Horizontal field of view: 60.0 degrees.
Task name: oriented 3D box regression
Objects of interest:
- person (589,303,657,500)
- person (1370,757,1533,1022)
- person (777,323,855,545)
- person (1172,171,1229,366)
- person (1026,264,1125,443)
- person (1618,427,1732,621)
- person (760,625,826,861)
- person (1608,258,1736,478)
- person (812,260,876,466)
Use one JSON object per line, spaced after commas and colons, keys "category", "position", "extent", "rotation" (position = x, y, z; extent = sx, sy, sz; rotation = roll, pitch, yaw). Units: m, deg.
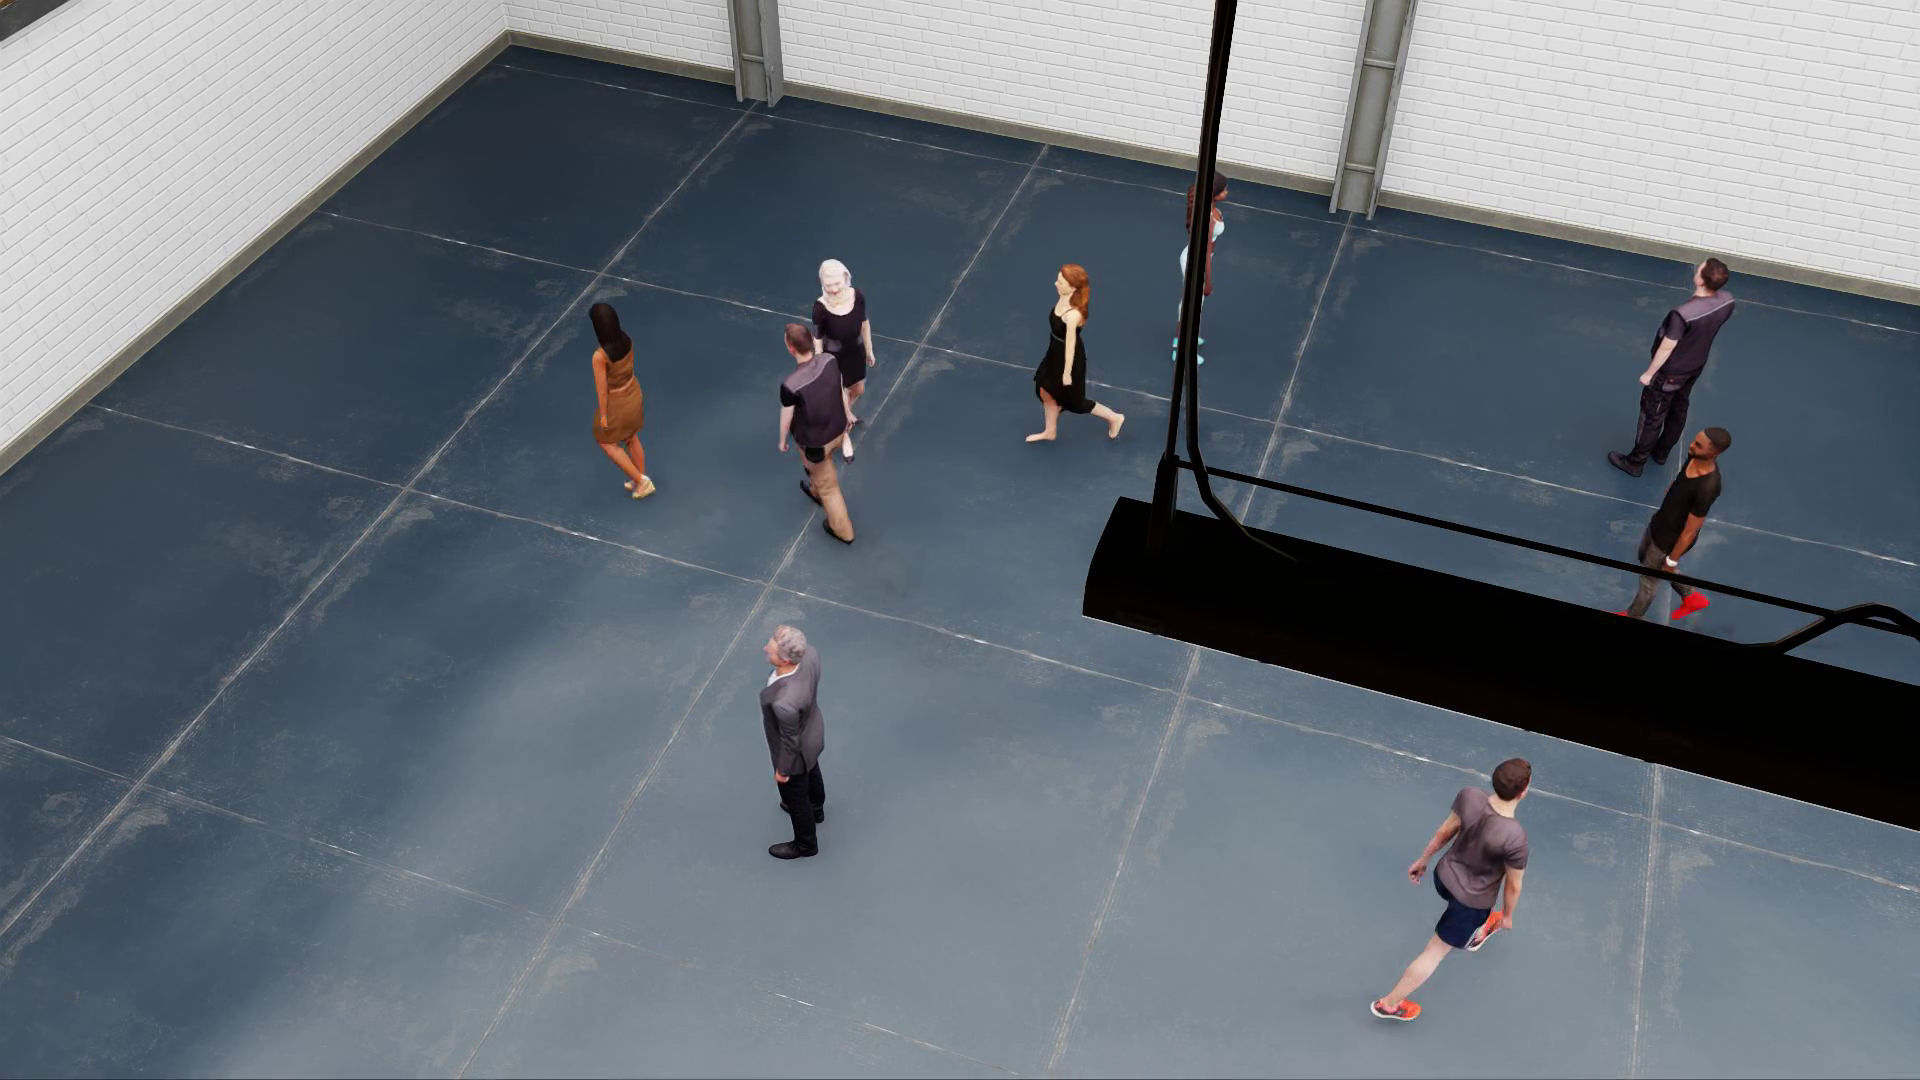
{"category": "person", "position": [-2.354, -0.939, 11.874], "extent": [0.644, 1.674, 0.598], "rotation": [15, 46, 15]}
{"category": "person", "position": [2.608, 1.890, 8.824], "extent": [1.305, 1.786, 1.267], "rotation": [-19, 47, -18]}
{"category": "person", "position": [-0.914, -0.684, 11.510], "extent": [1.057, 1.808, 0.915], "rotation": [34, 53, 31]}
{"category": "person", "position": [1.868, -2.156, 13.117], "extent": [0.649, 1.723, 0.643], "rotation": [-2, 44, -2]}
{"category": "person", "position": [0.883, -1.340, 12.347], "extent": [1.057, 1.604, 0.852], "rotation": [-6, 44, -6]}
{"category": "person", "position": [4.733, -0.037, 10.841], "extent": [0.957, 1.794, 0.727], "rotation": [9, 44, 9]}
{"category": "person", "position": [-0.957, 1.139, 9.571], "extent": [0.678, 1.843, 0.757], "rotation": [5, 44, 6]}
{"category": "person", "position": [5.214, -1.256, 12.085], "extent": [0.789, 1.843, 0.833], "rotation": [-20, 47, -20]}
{"category": "person", "position": [-0.856, -1.335, 12.193], "extent": [0.874, 1.809, 0.933], "rotation": [-32, 52, -29]}
